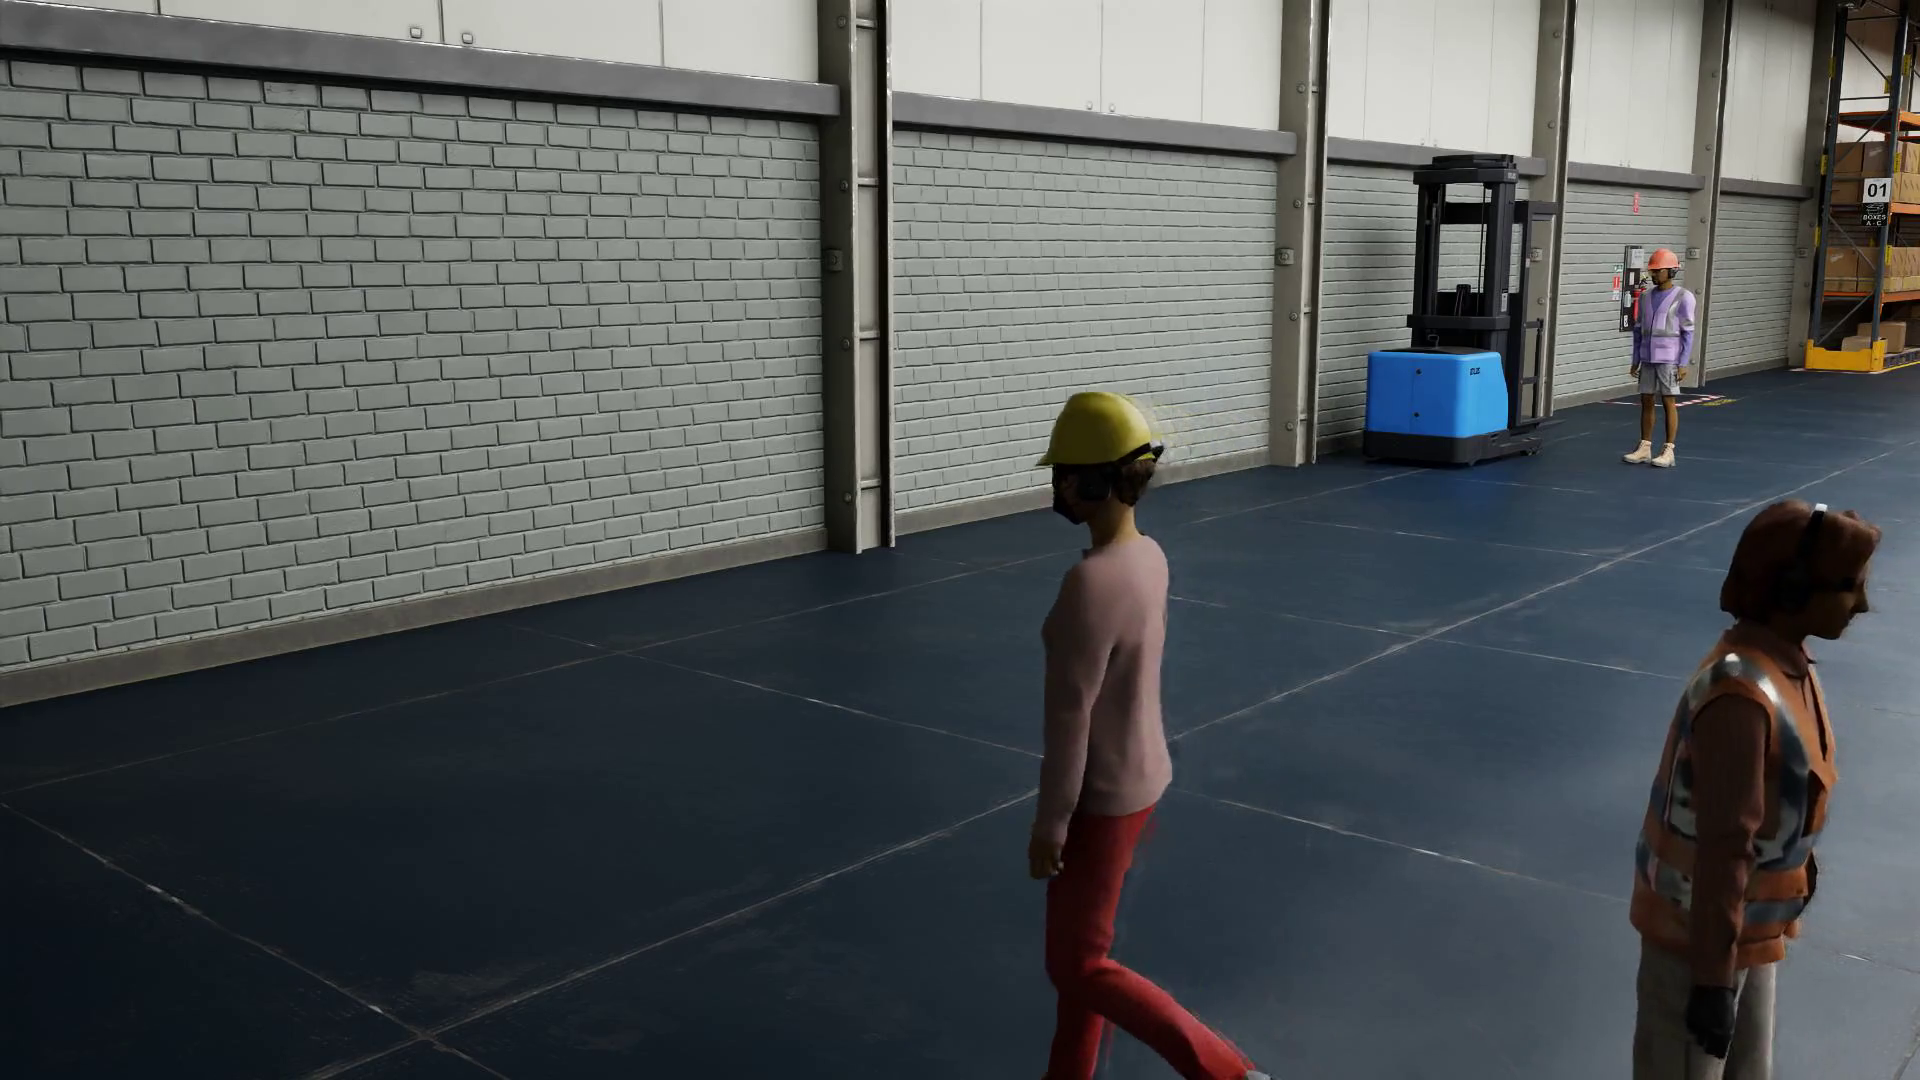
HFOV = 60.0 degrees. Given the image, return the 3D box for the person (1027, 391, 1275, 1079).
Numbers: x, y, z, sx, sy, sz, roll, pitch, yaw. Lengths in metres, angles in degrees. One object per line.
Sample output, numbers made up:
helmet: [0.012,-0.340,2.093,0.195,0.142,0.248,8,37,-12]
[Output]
person: [0.362,0.549,3.639,0.656,1.747,0.531,3,11,19]

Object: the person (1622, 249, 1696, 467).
person: [6.607,-1.718,15.734,0.395,2.042,0.611,-5,11,-28]

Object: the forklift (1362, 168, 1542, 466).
forklift: [4.875,-2.212,16.287,1.129,2.768,1.873,8,13,40]

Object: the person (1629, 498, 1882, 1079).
person: [1.394,0.724,3.031,0.368,1.625,0.549,7,12,35]
